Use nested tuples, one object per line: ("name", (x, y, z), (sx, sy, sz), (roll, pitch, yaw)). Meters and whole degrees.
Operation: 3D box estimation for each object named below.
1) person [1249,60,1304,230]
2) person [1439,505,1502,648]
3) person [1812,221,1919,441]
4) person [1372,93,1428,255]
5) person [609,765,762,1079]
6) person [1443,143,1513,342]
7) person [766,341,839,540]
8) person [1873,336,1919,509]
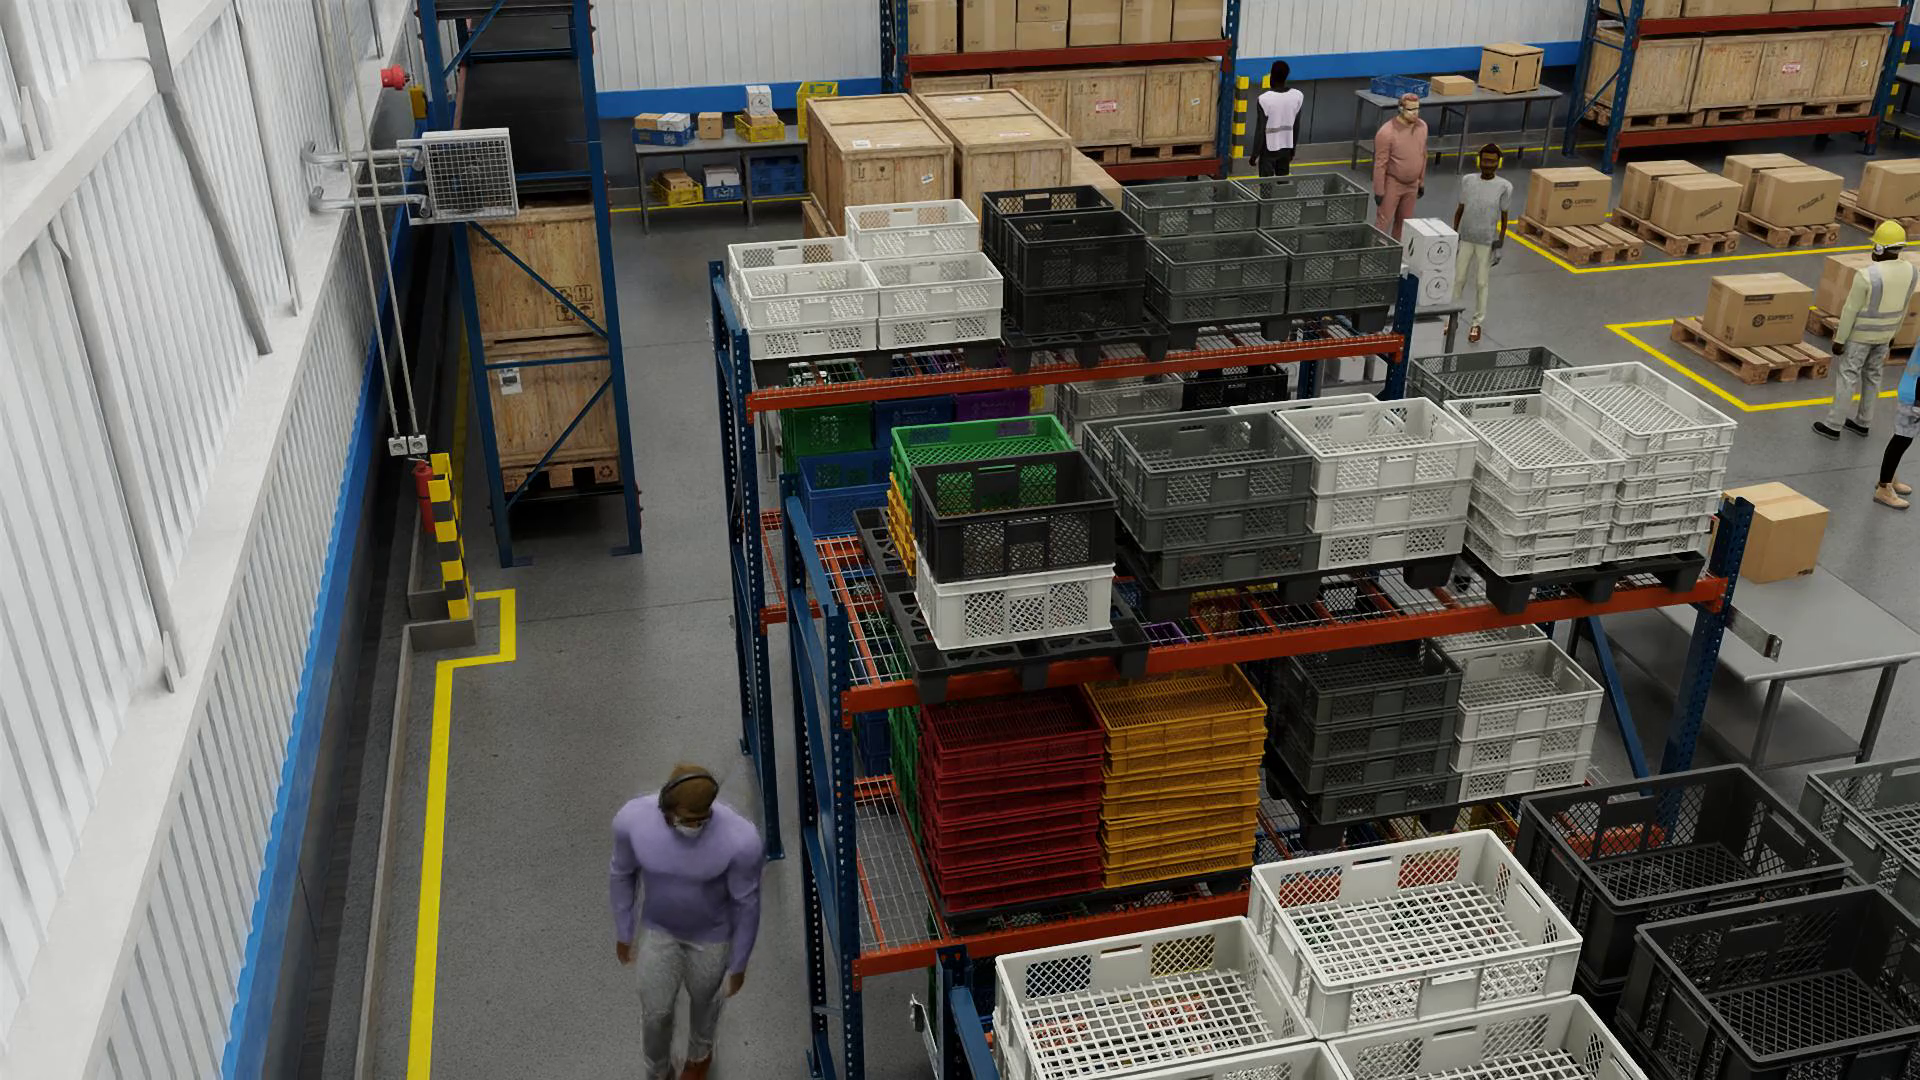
("person", (3.515, -4.368, 18.548), (0.589, 1.922, 0.392), (-13, 30, -23))
("person", (3.149, 0.090, 10.180), (0.430, 1.839, 0.619), (15, 31, 26))
("person", (7.414, -1.700, 13.591), (0.597, 1.824, 0.403), (-7, 29, -14))
("person", (4.574, -3.692, 17.295), (0.647, 1.900, 0.403), (-13, 31, -24))
("person", (-1.147, 1.692, 7.085), (0.672, 1.886, 0.598), (2, 28, 3))
("person", (4.846, -2.792, 15.612), (0.531, 1.871, 0.322), (17, 32, 29))
("person", (-1.069, -0.656, 11.543), (0.585, 1.883, 0.343), (19, 33, 31))
("person", (7.238, -1.075, 12.537), (0.316, 1.695, 0.542), (16, 32, 28))
